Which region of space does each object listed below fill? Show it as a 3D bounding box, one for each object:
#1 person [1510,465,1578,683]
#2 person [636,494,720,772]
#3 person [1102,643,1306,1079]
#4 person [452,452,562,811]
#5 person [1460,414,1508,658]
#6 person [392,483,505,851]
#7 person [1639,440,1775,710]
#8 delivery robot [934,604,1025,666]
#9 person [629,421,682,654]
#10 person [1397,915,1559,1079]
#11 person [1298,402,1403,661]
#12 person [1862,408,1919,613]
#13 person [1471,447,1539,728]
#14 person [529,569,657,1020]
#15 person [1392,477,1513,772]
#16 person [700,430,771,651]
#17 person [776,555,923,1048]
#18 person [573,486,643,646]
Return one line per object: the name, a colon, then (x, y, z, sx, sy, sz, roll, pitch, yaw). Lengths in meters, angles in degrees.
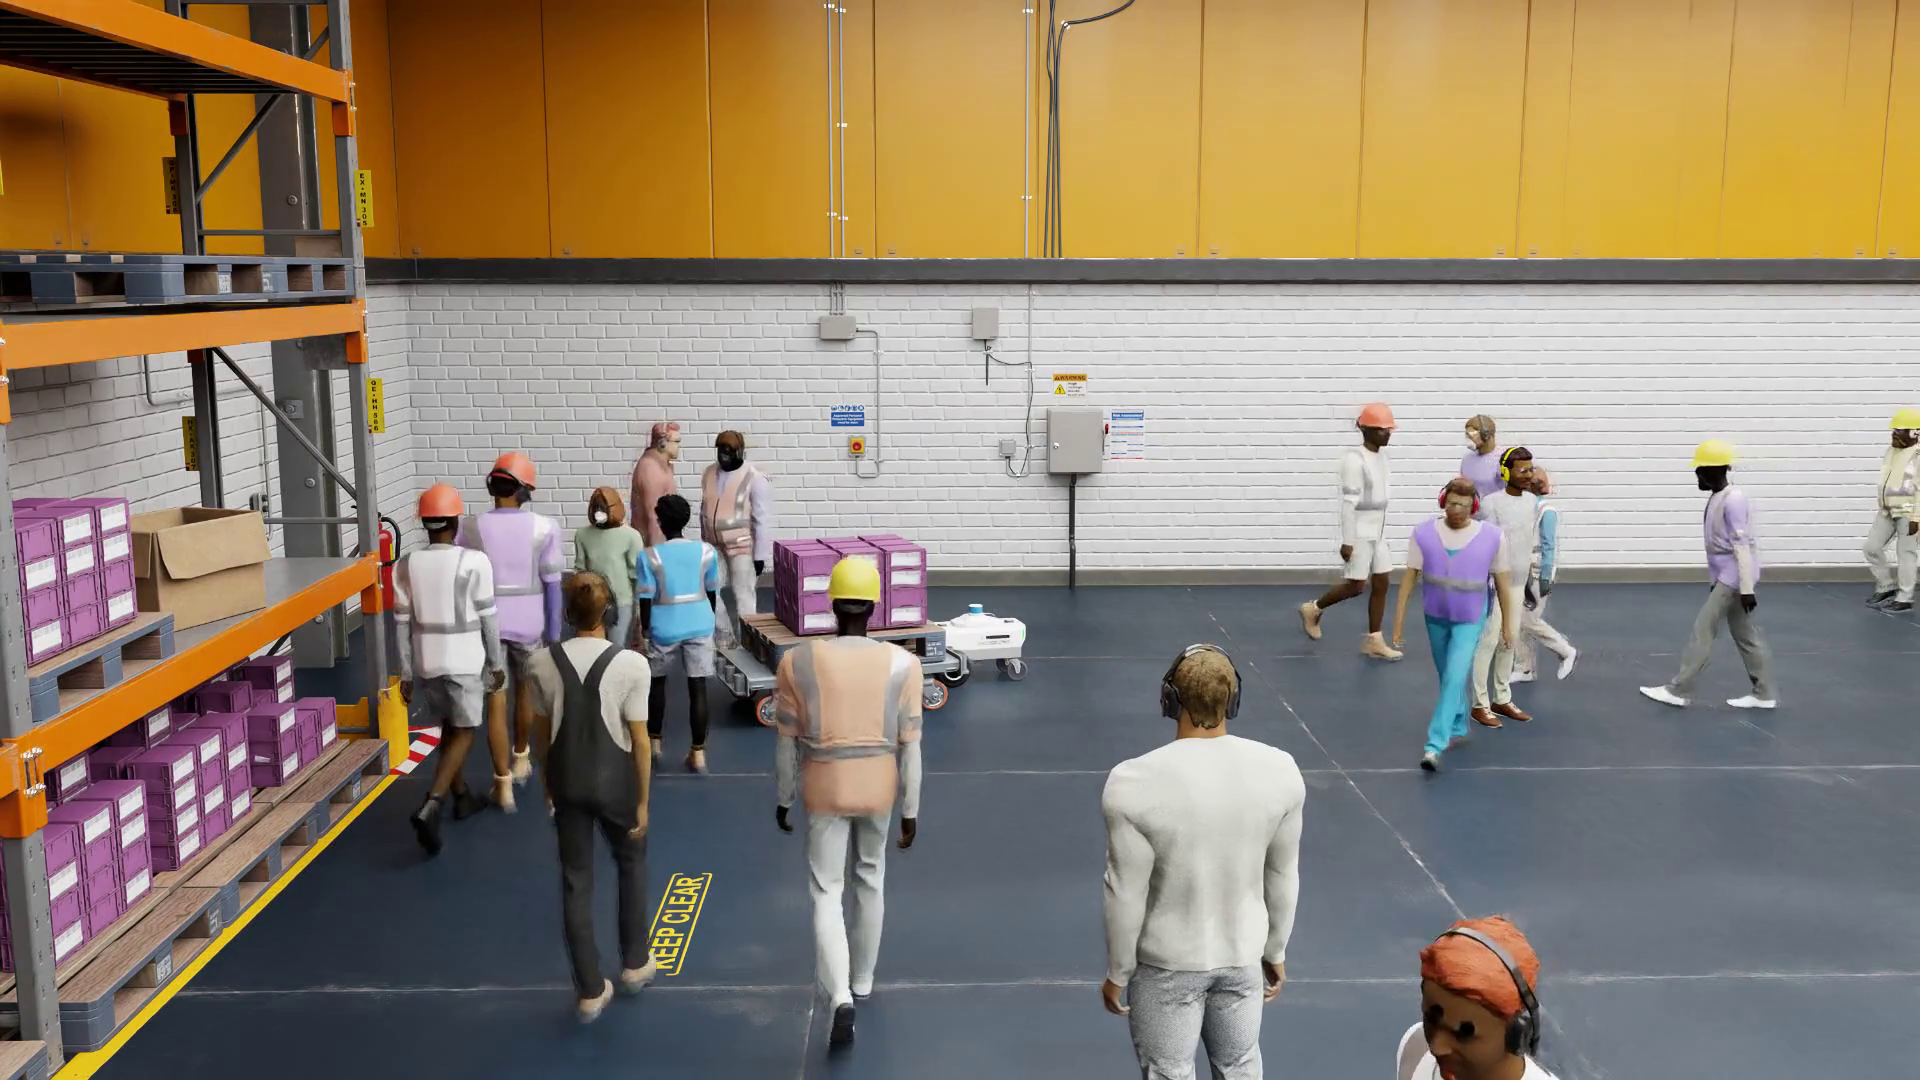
person: (4.216, 0.263, 12.101, 0.438, 1.624, 0.522, -1, 9, -8)
person: (-1.736, 0.548, 10.171, 0.546, 1.671, 0.708, -4, 10, -24)
person: (0.712, 1.260, 5.010, 0.631, 1.940, 0.372, -3, 10, -15)
person: (-2.615, 0.492, 9.553, 0.654, 1.986, 0.893, -3, 10, -19)
person: (4.073, -0.031, 13.037, 0.691, 1.901, 0.643, -2, 9, -12)
person: (-2.753, 0.656, 8.833, 0.539, 1.908, 0.888, 2, 9, 11)
person: (5.188, 0.250, 11.439, 0.963, 1.865, 0.597, 3, 10, 17)
delivery robot: (0.117, 0.717, 12.285, 0.707, 0.478, 0.477, -3, 10, -16)
person: (-2.352, 0.016, 12.820, 0.446, 1.882, 0.655, -1, 9, -6)
person: (0.974, 1.596, 3.164, 0.422, 1.864, 0.599, -4, 10, -23)
person: (3.078, -0.077, 12.952, 0.805, 2.021, 0.619, 9, 13, 44)
person: (8.265, -0.247, 14.633, 0.462, 1.817, 0.601, -2, 9, -11)
person: (3.660, 0.303, 11.085, 0.514, 1.872, 0.332, -5, 11, -30)
person: (-1.484, 1.011, 6.871, 0.510, 1.828, 0.655, 0, 9, 1)
person: (2.981, 0.505, 10.098, 0.628, 1.779, 0.971, 6, 11, 33)
person: (-1.732, 0.075, 12.616, 0.660, 1.824, 0.466, 5, 11, 29)
person: (-0.428, 1.019, 6.626, 0.589, 1.900, 0.839, -2, 9, -11)
person: (-2.329, 0.425, 11.176, 0.504, 1.612, 0.686, 3, 10, 19)
